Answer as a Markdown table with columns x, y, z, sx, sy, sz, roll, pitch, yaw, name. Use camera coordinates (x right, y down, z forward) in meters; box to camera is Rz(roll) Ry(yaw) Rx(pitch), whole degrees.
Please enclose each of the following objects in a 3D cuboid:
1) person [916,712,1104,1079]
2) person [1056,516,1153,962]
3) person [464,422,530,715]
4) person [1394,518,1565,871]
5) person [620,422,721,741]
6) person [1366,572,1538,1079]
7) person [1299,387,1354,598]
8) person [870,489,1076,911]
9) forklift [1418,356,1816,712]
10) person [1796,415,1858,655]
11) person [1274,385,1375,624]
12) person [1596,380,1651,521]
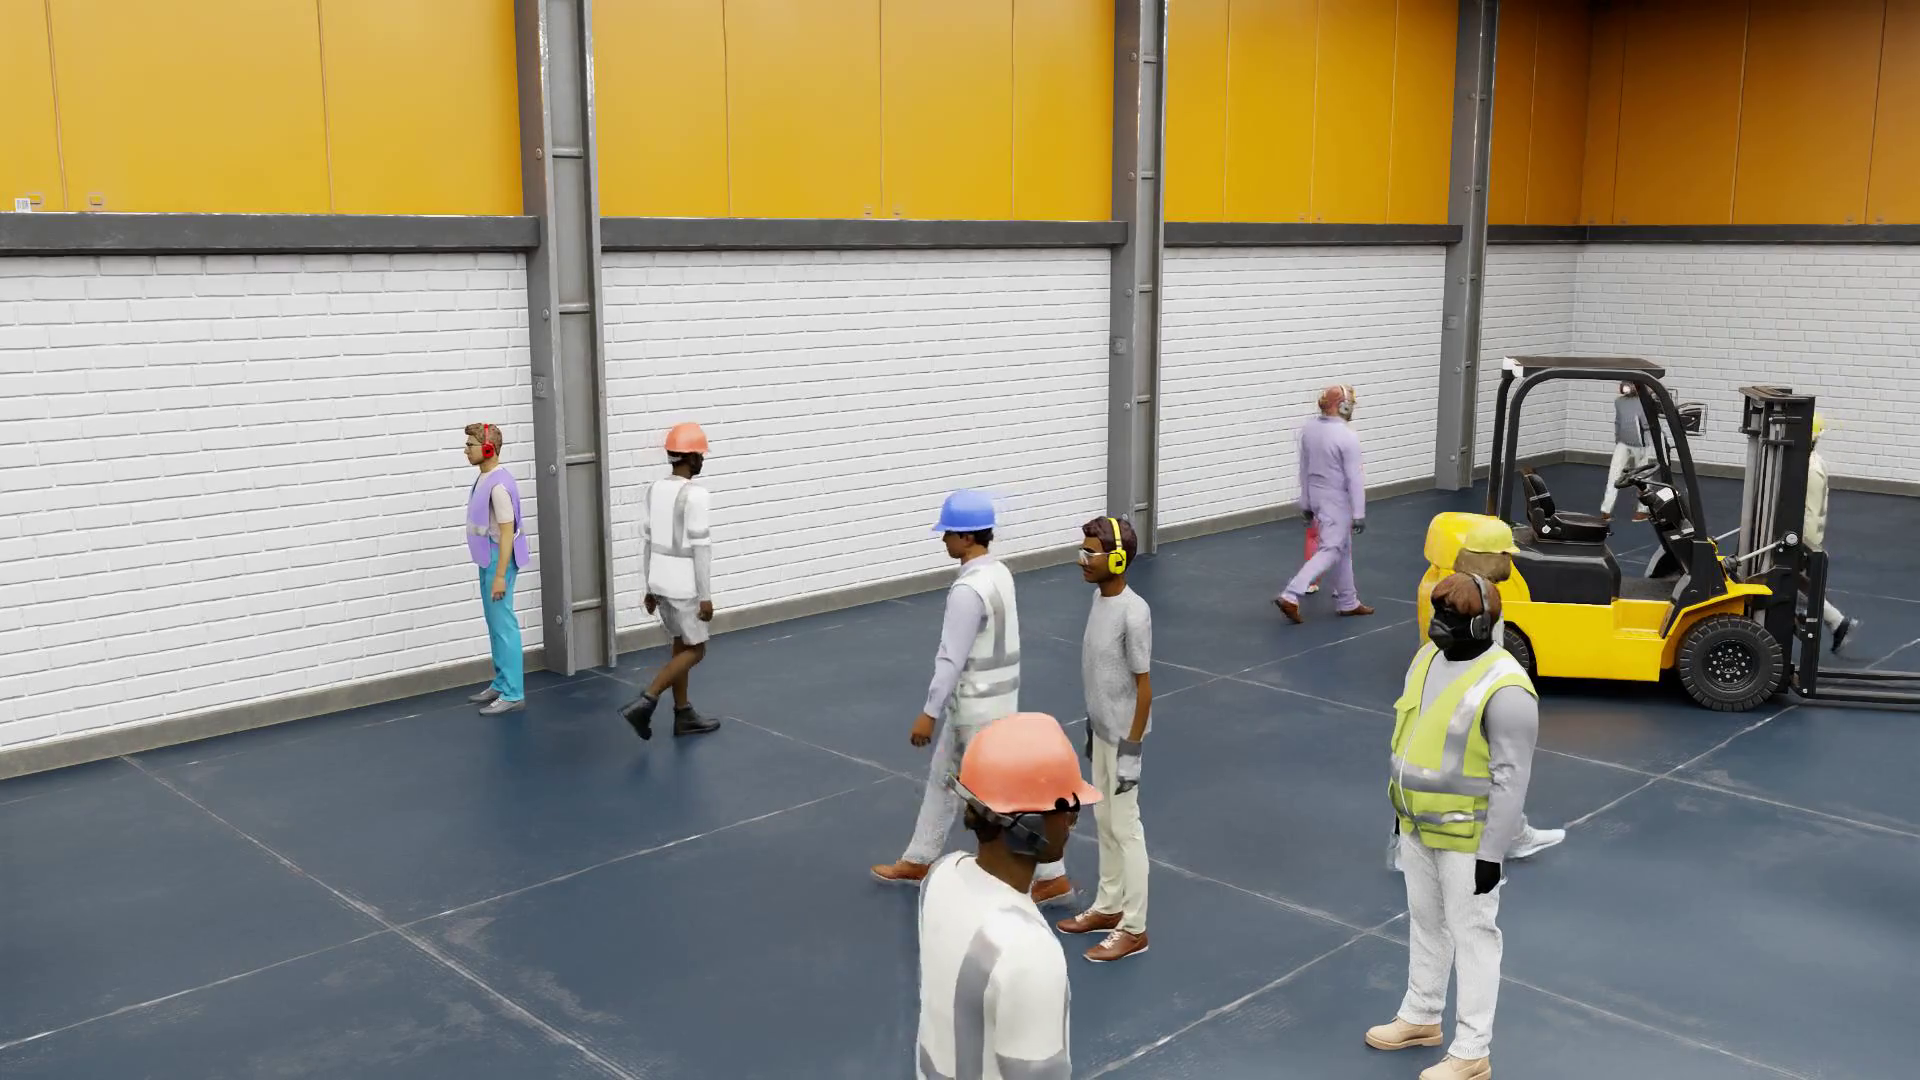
| x | y | z | sx | sy | sz | roll | pitch | yaw | name |
| --- | --- | --- | --- | --- | --- | --- | --- | --- | --- |
| 0.022 | 1.355 | 3.660 | 0.992 | 2.004 | 0.618 | -3 | 11 | -16 | person |
| 0.629 | 0.822 | 6.927 | 0.332 | 1.872 | 0.514 | -3 | 11 | -15 | person |
| -2.932 | 0.173 | 10.531 | 0.384 | 1.845 | 0.570 | -5 | 11 | -25 | person |
| 2.480 | 0.744 | 7.820 | 0.888 | 1.697 | 0.510 | 0 | 10 | 1 | person |
| -1.721 | 0.271 | 9.793 | 0.681 | 1.922 | 0.571 | -9 | 14 | -41 | person |
| 1.742 | 1.020 | 5.923 | 0.429 | 1.846 | 0.627 | -3 | 11 | -18 | person |
| 3.089 | -0.400 | 13.896 | 0.523 | 1.760 | 0.327 | 8 | 13 | 36 | person |
| 0.083 | 0.716 | 7.446 | 0.980 | 1.902 | 0.601 | 2 | 11 | 9 | person |
| 4.276 | -0.101 | 11.076 | 2.313 | 2.155 | 1.214 | 2 | 11 | 13 | forklift |
| 5.949 | -0.027 | 11.730 | 0.744 | 1.808 | 0.597 | 4 | 11 | 23 | person |
| 2.868 | -0.277 | 12.927 | 0.931 | 1.872 | 0.654 | -4 | 11 | -19 | person |
| 6.993 | -0.964 | 17.416 | 0.763 | 1.598 | 0.505 | -7 | 13 | -34 | person |
